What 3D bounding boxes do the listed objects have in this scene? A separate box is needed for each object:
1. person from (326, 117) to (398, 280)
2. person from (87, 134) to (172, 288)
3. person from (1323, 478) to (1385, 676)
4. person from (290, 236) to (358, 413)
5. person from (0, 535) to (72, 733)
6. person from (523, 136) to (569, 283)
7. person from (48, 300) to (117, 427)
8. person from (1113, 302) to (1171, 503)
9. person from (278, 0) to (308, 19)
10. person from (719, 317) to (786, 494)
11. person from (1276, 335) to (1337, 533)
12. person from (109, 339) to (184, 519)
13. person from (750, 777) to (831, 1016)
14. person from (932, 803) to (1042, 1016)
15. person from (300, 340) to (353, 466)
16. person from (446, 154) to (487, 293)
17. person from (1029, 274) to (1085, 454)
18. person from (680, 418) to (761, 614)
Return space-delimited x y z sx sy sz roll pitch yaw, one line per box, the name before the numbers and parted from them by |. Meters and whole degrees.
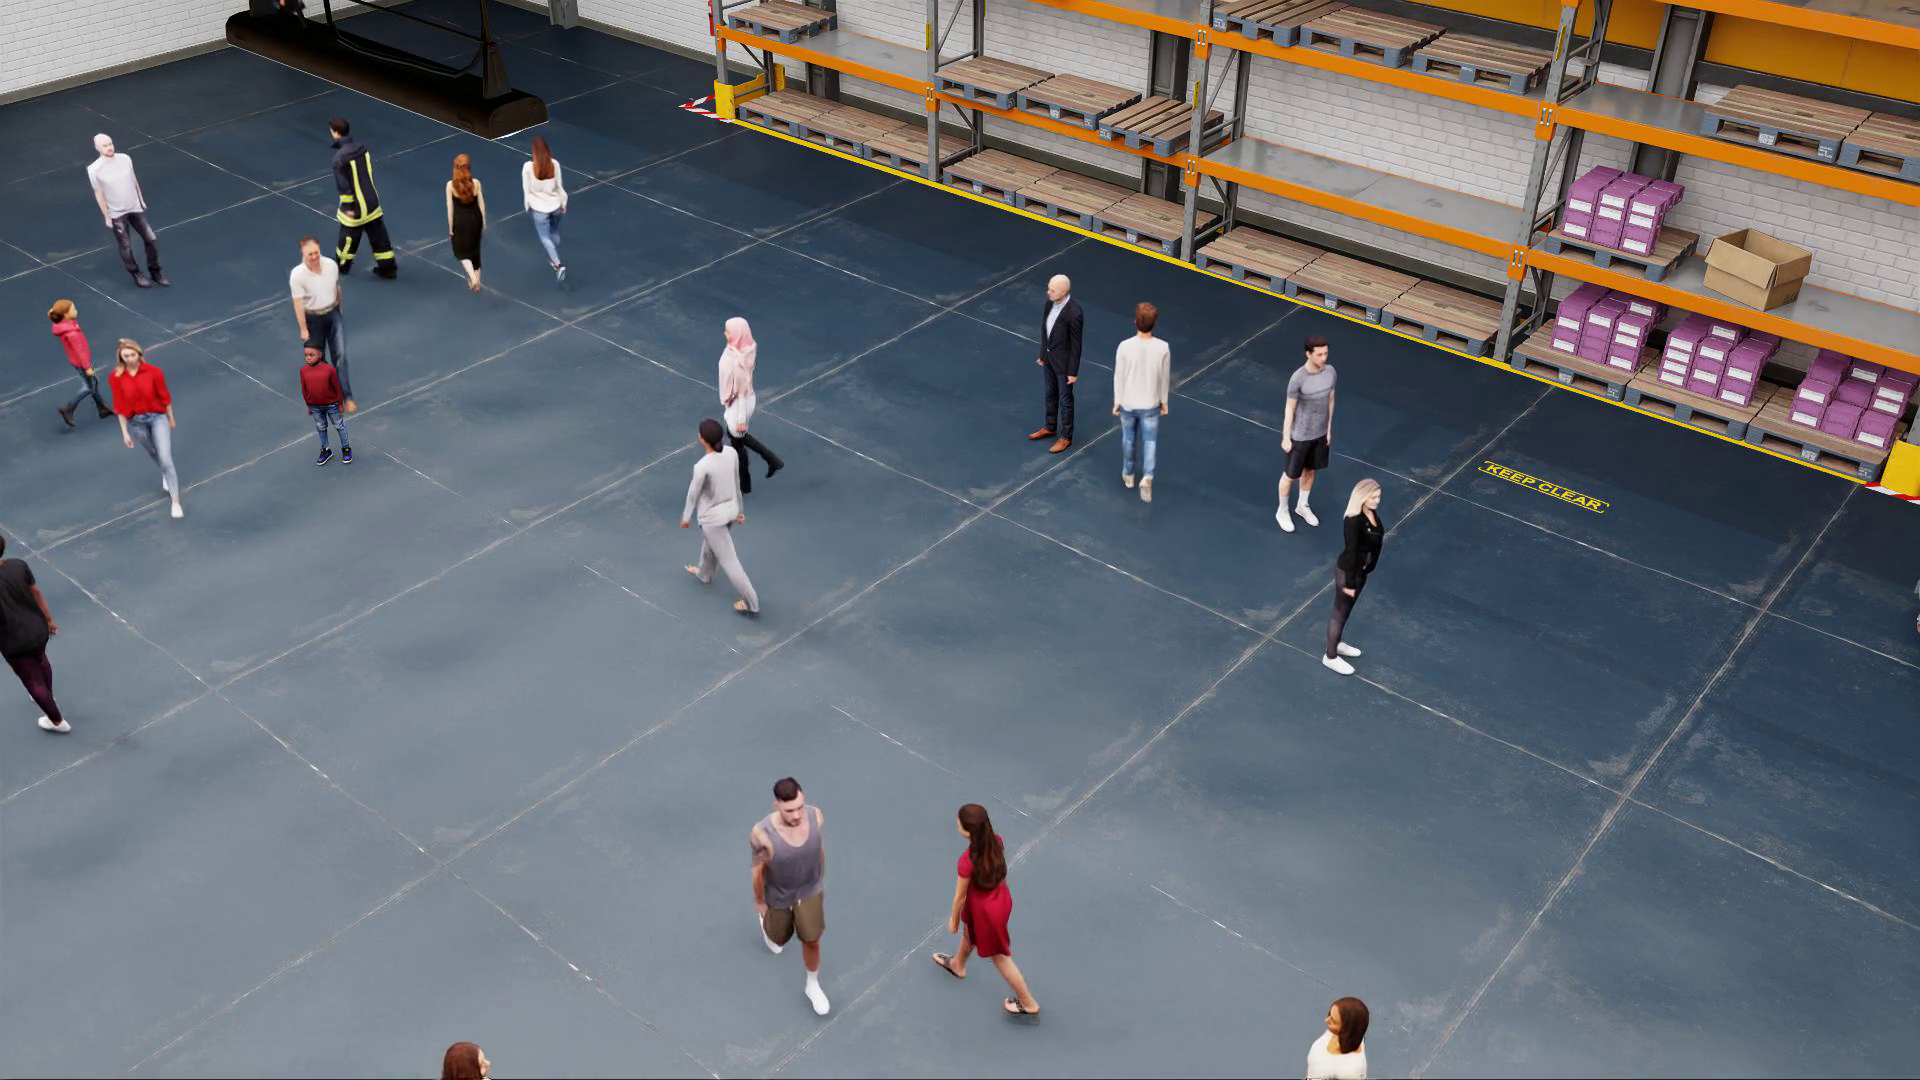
person | -6.783 -3.859 18.985 1.243 1.889 1.063 10 35 15
person | -9.532 -3.751 18.888 0.746 1.816 0.690 27 42 34
person | 3.049 0.253 12.981 0.608 1.686 0.652 16 37 23
person | -6.411 -2.254 16.669 0.943 1.779 1.396 -22 39 -29
person | -6.881 0.691 12.253 0.889 1.763 0.767 15 36 21
person | -4.718 -3.766 19.041 0.836 1.671 1.115 -18 38 -25
person | -8.675 -1.717 16.291 0.736 1.302 0.798 -19 38 -26
person | 1.632 -1.201 14.989 1.078 1.886 1.078 1 34 2
person | -10.785 -8.744 26.543 0.836 1.658 0.733 14 36 19
person | -1.897 -1.206 15.078 0.964 1.795 0.900 -2 34 -3
person | 3.052 -0.967 14.651 0.717 1.868 0.686 -15 36 -21
person | -7.323 -1.070 15.000 1.004 1.655 1.222 -11 35 -17
person | -1.046 2.071 10.131 0.883 1.821 1.099 -16 37 -22
person | 0.220 2.276 10.100 1.071 1.506 0.622 22 40 30
person | -6.015 -1.318 15.734 0.580 1.256 0.643 -2 34 -3
person | -5.512 -3.518 18.727 0.716 1.606 0.799 -20 38 -27
person | 0.950 -1.716 15.844 0.802 1.795 0.613 -21 39 -29
person | -1.916 -0.154 13.589 1.170 1.691 0.738 19 38 27
